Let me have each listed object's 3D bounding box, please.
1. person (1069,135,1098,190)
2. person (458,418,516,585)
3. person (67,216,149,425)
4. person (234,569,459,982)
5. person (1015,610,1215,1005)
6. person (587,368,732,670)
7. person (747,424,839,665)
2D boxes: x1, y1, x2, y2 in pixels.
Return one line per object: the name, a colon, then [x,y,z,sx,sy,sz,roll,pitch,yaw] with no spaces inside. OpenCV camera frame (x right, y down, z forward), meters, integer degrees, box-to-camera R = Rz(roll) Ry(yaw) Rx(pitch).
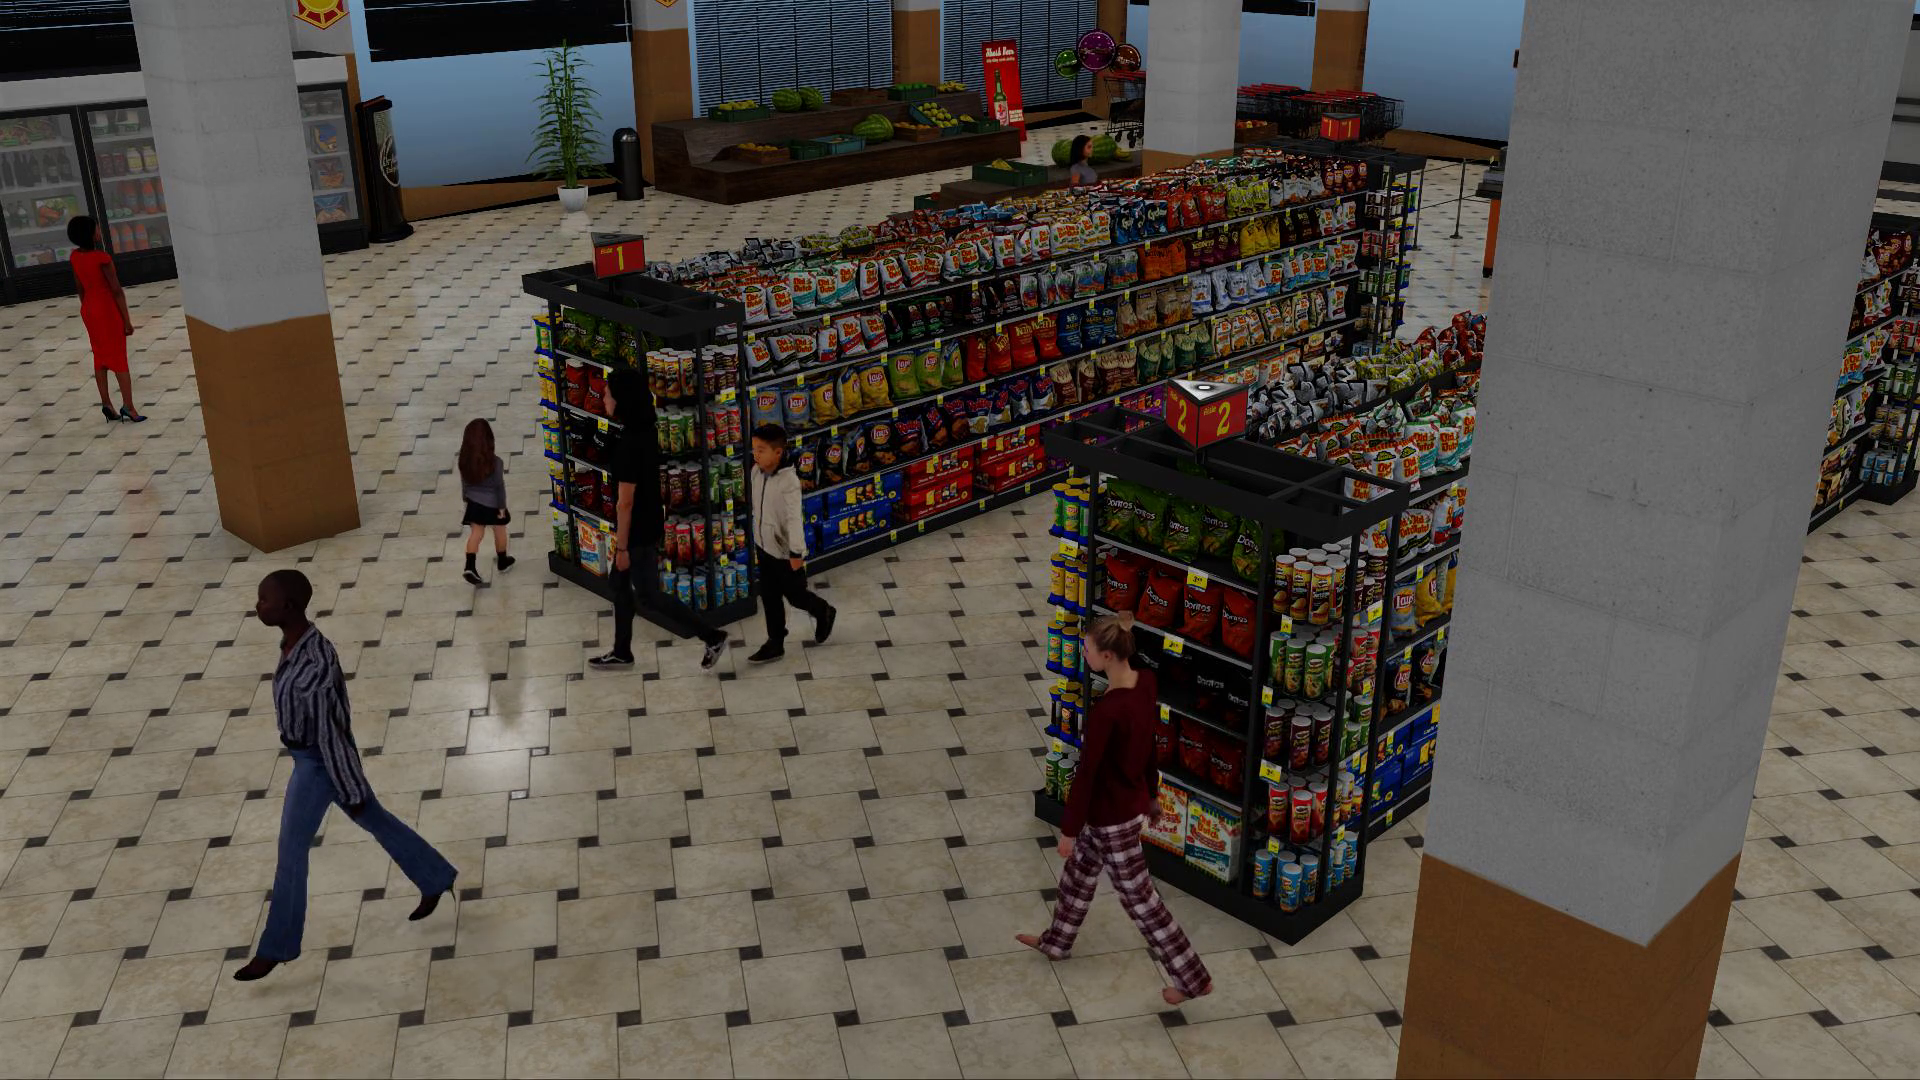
person: [1.168,-3.390,17.693,0.960,1.747,1.106,9,24,22]
person: [-3.097,-0.239,10.734,0.715,1.090,0.835,4,22,10]
person: [-7.106,-1.821,13.794,0.640,1.744,0.647,6,23,15]
person: [-2.530,0.950,6.904,1.251,1.738,0.863,-12,25,-27]
person: [0.706,1.108,6.622,0.951,1.656,1.144,11,24,25]
person: [-1.718,-0.064,9.344,1.152,1.800,1.089,0,22,-1]
person: [-0.985,0.012,9.638,0.612,1.441,0.814,19,29,39]
